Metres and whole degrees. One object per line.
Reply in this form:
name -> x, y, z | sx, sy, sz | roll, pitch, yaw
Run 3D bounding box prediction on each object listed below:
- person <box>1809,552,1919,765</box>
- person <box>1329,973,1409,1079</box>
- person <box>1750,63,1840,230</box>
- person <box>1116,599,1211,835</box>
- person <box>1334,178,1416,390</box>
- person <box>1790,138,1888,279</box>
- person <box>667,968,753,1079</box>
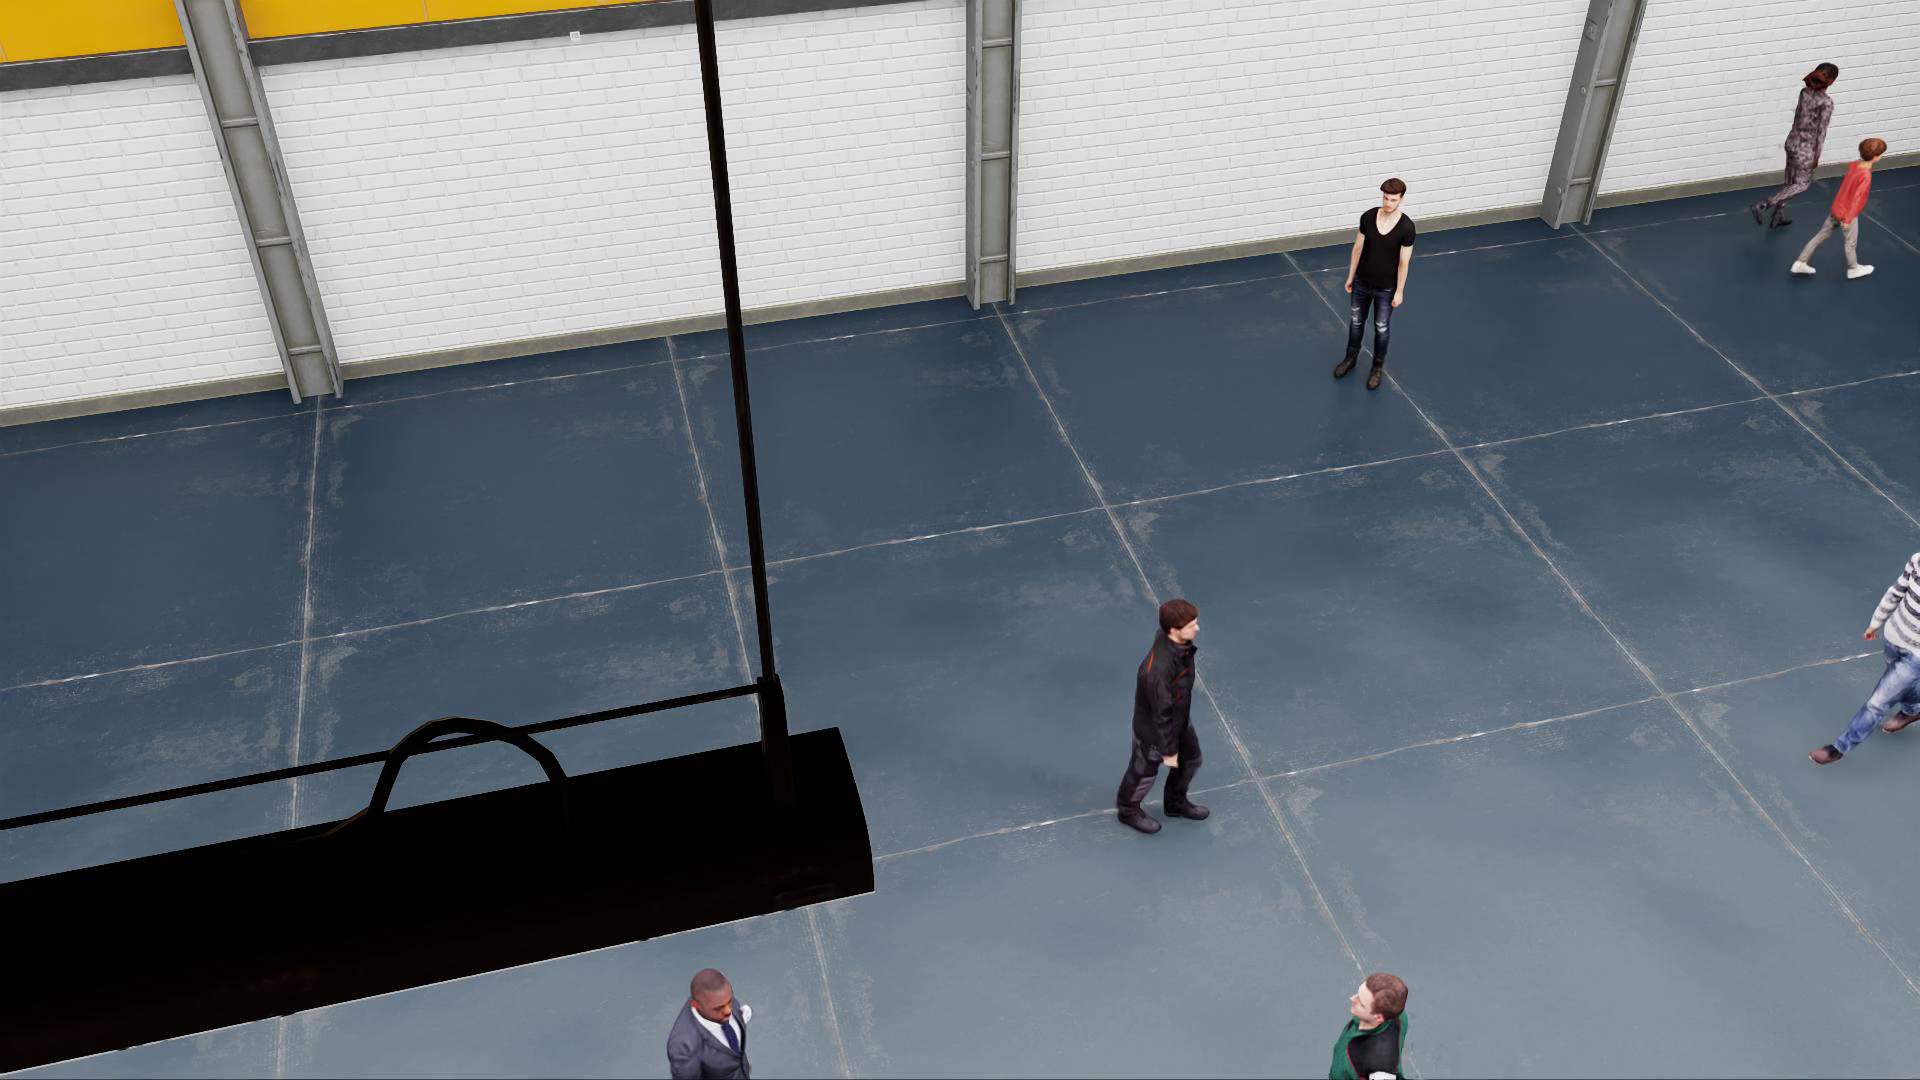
person -> 6.052, 0.636, 10.449 | 1.228, 1.801, 0.732 | -13, 40, -16
person -> 1.951, 2.686, 7.863 | 0.979, 1.825, 0.885 | 9, 40, 12
person -> 8.038, -3.748, 16.019 | 0.813, 1.701, 0.585 | -8, 39, -10
person -> 1.114, 1.055, 9.907 | 0.981, 1.822, 0.925 | 17, 42, 20
person -> 3.484, -2.169, 13.888 | 0.738, 1.893, 0.776 | 24, 44, 27
person -> 8.116, -3.038, 15.388 | 0.984, 1.379, 0.676 | 0, 39, -1
person -> -1.156, 2.645, 7.914 | 0.797, 1.825, 0.791 | 10, 40, 13
